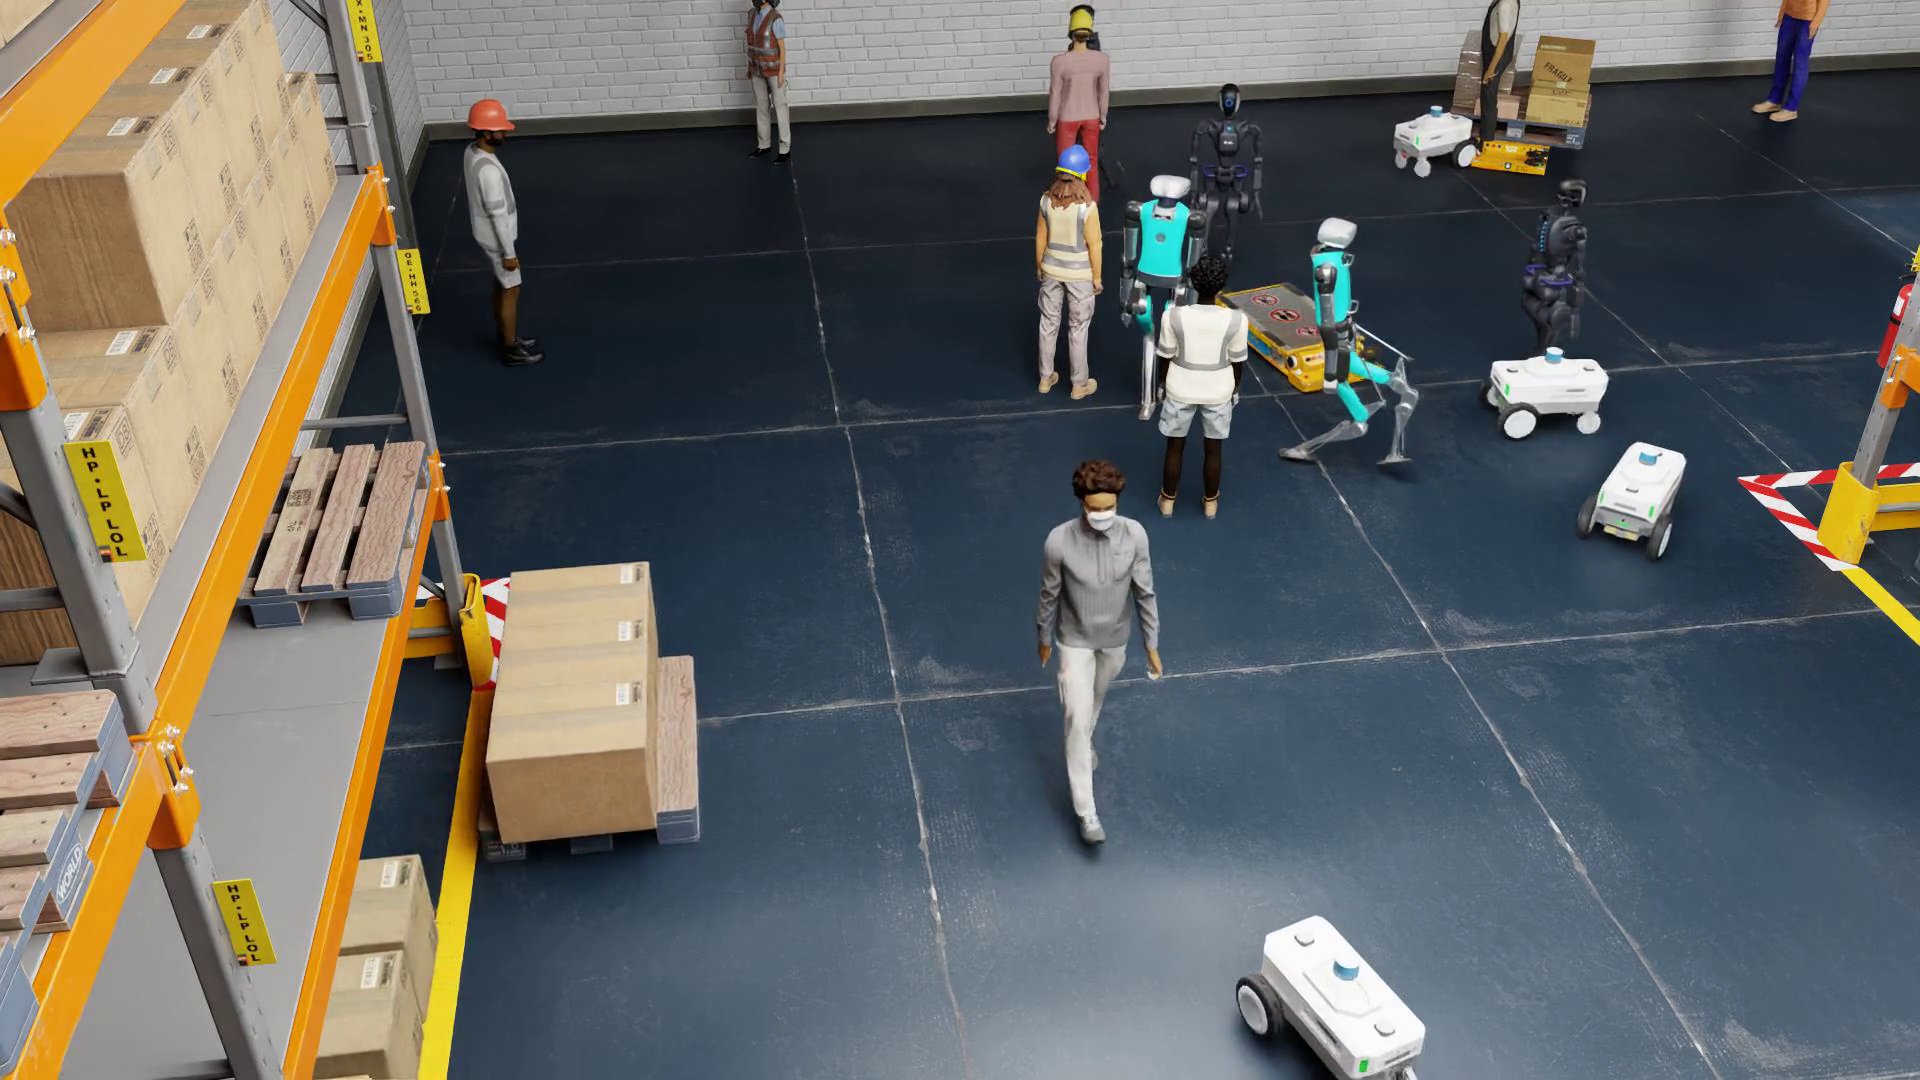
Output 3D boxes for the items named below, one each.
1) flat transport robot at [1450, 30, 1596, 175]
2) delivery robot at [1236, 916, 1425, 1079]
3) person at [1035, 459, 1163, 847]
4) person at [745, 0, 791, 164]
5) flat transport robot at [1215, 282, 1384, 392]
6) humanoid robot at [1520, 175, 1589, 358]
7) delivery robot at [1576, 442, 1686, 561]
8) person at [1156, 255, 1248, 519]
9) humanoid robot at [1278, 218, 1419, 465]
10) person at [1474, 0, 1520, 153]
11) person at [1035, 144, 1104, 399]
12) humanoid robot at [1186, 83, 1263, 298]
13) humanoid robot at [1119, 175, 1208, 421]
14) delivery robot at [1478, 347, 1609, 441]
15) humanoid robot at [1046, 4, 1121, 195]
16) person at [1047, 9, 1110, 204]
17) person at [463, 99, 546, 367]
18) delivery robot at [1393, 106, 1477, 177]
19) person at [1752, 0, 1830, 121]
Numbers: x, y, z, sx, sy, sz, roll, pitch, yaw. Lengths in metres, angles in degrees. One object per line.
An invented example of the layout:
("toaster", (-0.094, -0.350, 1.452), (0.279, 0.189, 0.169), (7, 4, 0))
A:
("flat transport robot", (5.227, -3.789, 15.658), (0.659, 0.231, 1.431), (12, 35, 17))
("delivery robot", (1.512, 1.884, 6.718), (0.499, 0.611, 0.800), (-15, 36, -22))
("person", (0.648, 0.484, 7.667), (0.535, 1.852, 0.967), (-8, 34, -11))
("person", (-1.753, -4.276, 15.102), (0.435, 1.689, 0.312), (22, 39, 30))
("flat transport robot", (2.421, -1.514, 12.172), (0.659, 0.231, 1.431), (-13, 35, -19))
("humanoid robot", (3.976, -1.624, 11.049), (0.465, 1.646, 0.609), (-9, 34, -14))
("delivery robot", (4.080, -0.271, 10.006), (0.499, 0.594, 0.782), (21, 38, 28))
("person", (1.420, -0.886, 9.905), (0.533, 1.693, 0.320), (4, 33, 6))
("humanoid robot", (2.565, -1.100, 10.235), (1.033, 1.750, 0.549), (10, 34, 14))
("person", (4.815, -4.327, 15.047), (0.335, 1.837, 0.512), (10, 34, 15))
("person", (0.736, -1.798, 11.226), (0.479, 1.777, 0.305), (15, 36, 22))
("humanoid robot", (2.000, -2.615, 12.570), (0.588, 1.657, 0.350), (2, 33, 3))
("humanoid robot", (1.347, -1.580, 10.966), (0.542, 1.835, 0.657), (10, 35, 15))
("delivery robot", (3.896, -0.990, 11.126), (0.812, 0.614, 0.499), (-1, 33, -2))
("humanoid robot", (1.088, -3.785, 14.408), (0.625, 1.643, 0.609), (-5, 33, -7))
("person", (0.978, -3.528, 13.889), (0.532, 1.766, 0.324), (-8, 34, -12))
("person", (-3.193, -2.127, 11.603), (0.382, 1.924, 0.546), (-15, 36, -22))
("delivery robot", (4.340, -3.669, 15.221), (0.774, 0.602, 0.500), (-17, 37, -25))
("person", (8.116, -5.066, 16.064), (0.404, 1.972, 0.518), (-12, 35, -17))
